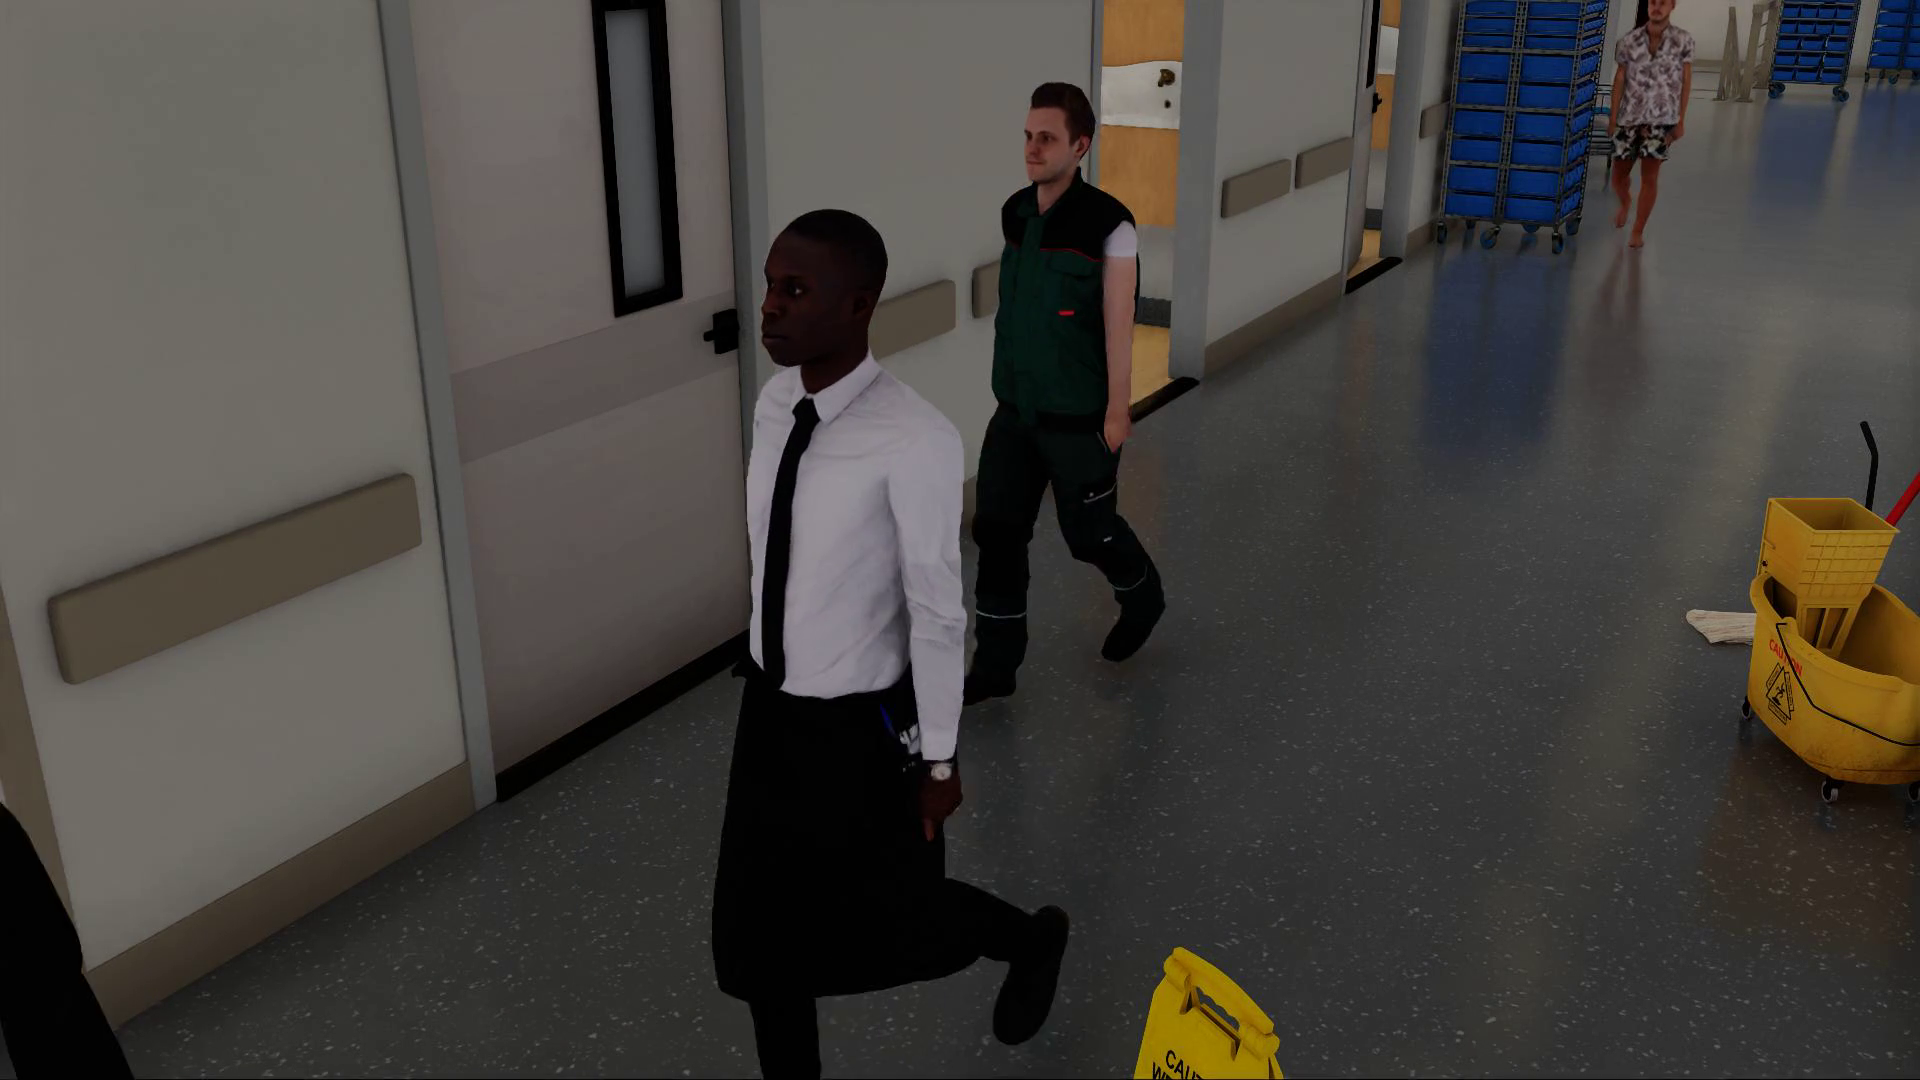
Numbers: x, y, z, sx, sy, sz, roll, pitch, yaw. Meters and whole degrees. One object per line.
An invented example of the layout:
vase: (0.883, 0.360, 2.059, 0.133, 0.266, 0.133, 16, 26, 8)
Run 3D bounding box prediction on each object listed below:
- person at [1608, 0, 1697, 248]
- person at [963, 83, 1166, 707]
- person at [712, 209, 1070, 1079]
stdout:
person: (4.912, -3.023, 11.854, 0.693, 1.796, 0.898, 10, 23, 25)
person: (0.358, -0.398, 4.906, 1.196, 1.805, 0.855, -19, 28, -41)
person: (-0.128, 0.329, 2.983, 0.843, 1.809, 1.200, 19, 28, 41)
